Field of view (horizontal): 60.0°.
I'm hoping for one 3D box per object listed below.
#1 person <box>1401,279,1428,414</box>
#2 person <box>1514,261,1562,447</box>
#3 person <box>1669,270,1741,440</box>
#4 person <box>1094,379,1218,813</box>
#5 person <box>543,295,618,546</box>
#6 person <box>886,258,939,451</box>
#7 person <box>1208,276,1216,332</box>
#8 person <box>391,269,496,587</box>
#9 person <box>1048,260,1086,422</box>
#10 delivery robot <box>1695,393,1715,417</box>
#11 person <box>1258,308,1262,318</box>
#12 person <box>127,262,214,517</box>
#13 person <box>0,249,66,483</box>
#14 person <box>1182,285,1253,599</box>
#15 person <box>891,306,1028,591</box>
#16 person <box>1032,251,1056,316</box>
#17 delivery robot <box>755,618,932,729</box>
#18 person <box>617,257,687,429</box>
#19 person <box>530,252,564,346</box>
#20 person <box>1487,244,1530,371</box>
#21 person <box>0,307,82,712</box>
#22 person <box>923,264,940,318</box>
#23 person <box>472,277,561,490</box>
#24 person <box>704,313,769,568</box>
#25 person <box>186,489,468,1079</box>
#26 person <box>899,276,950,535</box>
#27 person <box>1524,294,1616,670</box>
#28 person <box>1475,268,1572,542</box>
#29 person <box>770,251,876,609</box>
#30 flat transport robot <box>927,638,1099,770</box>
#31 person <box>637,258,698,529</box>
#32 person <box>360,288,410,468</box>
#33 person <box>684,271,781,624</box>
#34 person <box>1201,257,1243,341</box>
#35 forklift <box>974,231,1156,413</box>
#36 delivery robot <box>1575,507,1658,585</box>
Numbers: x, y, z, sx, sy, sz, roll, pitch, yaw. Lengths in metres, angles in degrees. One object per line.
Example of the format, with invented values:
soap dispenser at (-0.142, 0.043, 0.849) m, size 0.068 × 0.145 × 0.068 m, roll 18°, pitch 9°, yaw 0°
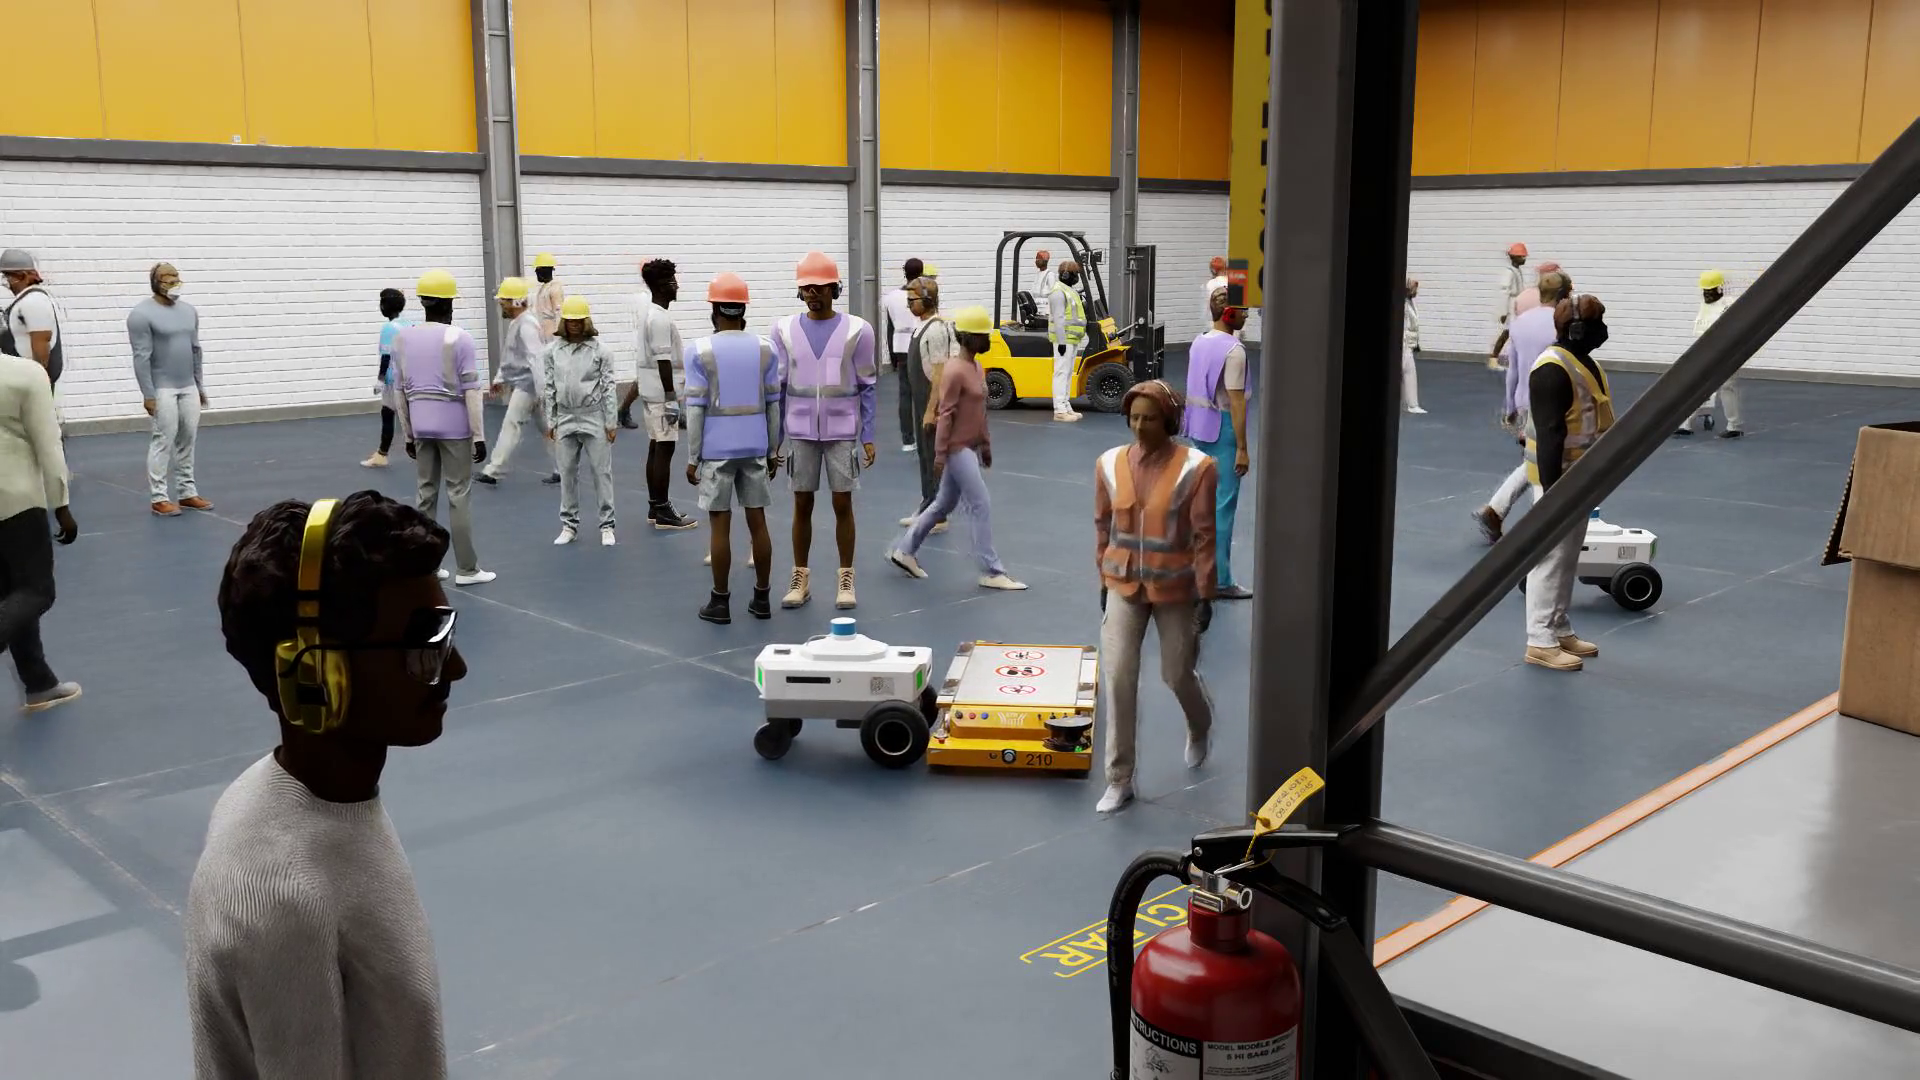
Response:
person at (5.309, -2.346, 20.095) m, size 0.732 × 1.619 × 0.511 m, roll 6°, pitch 12°, yaw 30°
person at (5.650, -1.740, 16.041) m, size 0.460 × 1.885 × 0.686 m, roll -5°, pitch 11°, yaw -23°
person at (7.783, -1.915, 17.324) m, size 0.883 × 1.763 × 0.640 m, roll -2°, pitch 11°, yaw -8°
person at (0.763, 0.182, 6.344) m, size 0.520 × 1.612 × 0.737 m, roll 5°, pitch 12°, yaw 26°
person at (-2.594, -0.806, 11.405) m, size 0.498 × 1.732 × 0.381 m, roll 1°, pitch 10°, yaw 5°
person at (-0.413, -1.854, 16.613) m, size 0.628 × 1.901 × 0.672 m, roll 5°, pitch 12°, yaw 26°
person at (3.403, -2.684, 21.892) m, size 0.269 × 1.632 × 0.505 m, roll 7°, pitch 13°, yaw 34°
person at (-3.147, -0.673, 10.121) m, size 0.586 × 1.928 × 0.365 m, roll 3°, pitch 11°, yaw 16°
person at (1.240, -2.295, 19.207) m, size 0.429 × 1.843 × 0.627 m, roll 3°, pitch 11°, yaw 16°
delivery robot at (7.918, -1.512, 18.190) m, size 0.707 × 0.478 × 0.477 m, roll -6°, pitch 12°, yaw -30°
person at (5.480, -4.003, 28.480) m, size 0.670 × 1.848 × 1.013 m, roll 8°, pitch 13°, yaw 35°
person at (-6.047, -1.154, 12.747) m, size 0.371 × 1.934 × 0.632 m, roll 3°, pitch 11°, yaw 18°
person at (-7.948, -1.472, 14.172) m, size 0.542 × 2.000 × 0.696 m, roll -5°, pitch 12°, yaw -26°
person at (1.521, -0.575, 9.810) m, size 0.376 × 1.844 × 0.571 m, roll -3°, pitch 11°, yaw -18°
person at (-0.039, -0.566, 10.130) m, size 0.912 × 1.723 × 0.529 m, roll 3°, pitch 11°, yaw 18°
person at (1.316, -3.662, 26.549) m, size 0.355 × 1.882 × 0.576 m, roll -5°, pitch 11°, yaw -24°
delivery robot at (-0.478, 0.565, 6.862) m, size 0.707 × 0.478 × 0.477 m, roll 1°, pitch 10°, yaw 5°
person at (-3.396, -2.151, 18.274) m, size 0.956 × 1.904 × 0.555 m, roll 2°, pitch 11°, yaw 10°
person at (-4.884, -2.444, 19.782) m, size 0.366 × 1.926 × 0.594 m, roll -6°, pitch 12°, yaw -29°
person at (8.700, -3.605, 25.938) m, size 0.908 × 2.001 × 0.617 m, roll 5°, pitch 12°, yaw 26°
person at (-4.209, -0.146, 7.199) m, size 0.622 × 1.947 × 0.778 m, roll 2°, pitch 11°, yaw 11°
person at (-0.369, -2.857, 22.546) m, size 0.656 × 1.747 × 0.529 m, roll -3°, pitch 11°, yaw -16°
person at (-3.720, -1.312, 14.003) m, size 0.948 × 1.776 × 0.598 m, roll -3°, pitch 11°, yaw -15°
person at (-1.462, -0.661, 10.716) m, size 0.538 × 1.689 × 0.318 m, roll 2°, pitch 11°, yaw 9°
person at (-0.676, 0.869, 1.876) m, size 0.309 × 1.868 × 0.534 m, roll -4°, pitch 11°, yaw -20°
person at (-0.242, -0.957, 11.909) m, size 0.346 × 1.842 × 0.506 m, roll -2°, pitch 11°, yaw -12°
person at (3.033, -0.293, 8.275) m, size 0.429 × 1.846 × 0.633 m, roll 7°, pitch 13°, yaw 35°
person at (3.986, -0.921, 11.538) m, size 0.907 × 1.916 × 0.644 m, roll -4°, pitch 11°, yaw -20°
person at (-0.788, -0.612, 9.473) m, size 0.616 × 2.041 × 0.382 m, roll 1°, pitch 10°, yaw 4°
flat transport robot at (0.265, 0.684, 7.244) m, size 0.652 × 0.197 × 1.431 m, roll 1°, pitch 10°, yaw 6°
person at (-2.160, -1.063, 12.145) m, size 0.367 × 1.966 × 0.606 m, roll -4°, pitch 11°, yaw -20°
person at (-5.082, -1.468, 15.195) m, size 0.842 × 1.664 × 0.529 m, roll -1°, pitch 10°, yaw -6°
person at (-1.258, -0.503, 9.168) m, size 0.546 × 1.938 × 0.361 m, roll -5°, pitch 12°, yaw -27°
person at (3.442, -2.730, 21.579) m, size 0.731 × 1.857 × 0.349 m, roll 9°, pitch 14°, yaw 41°
forklift at (1.222, -2.721, 20.561) m, size 2.313 × 2.155 × 1.214 m, roll 2°, pitch 11°, yaw 13°
delivery robot at (3.649, 0.050, 9.672) m, size 0.707 × 0.478 × 0.477 m, roll 1°, pitch 11°, yaw 8°
